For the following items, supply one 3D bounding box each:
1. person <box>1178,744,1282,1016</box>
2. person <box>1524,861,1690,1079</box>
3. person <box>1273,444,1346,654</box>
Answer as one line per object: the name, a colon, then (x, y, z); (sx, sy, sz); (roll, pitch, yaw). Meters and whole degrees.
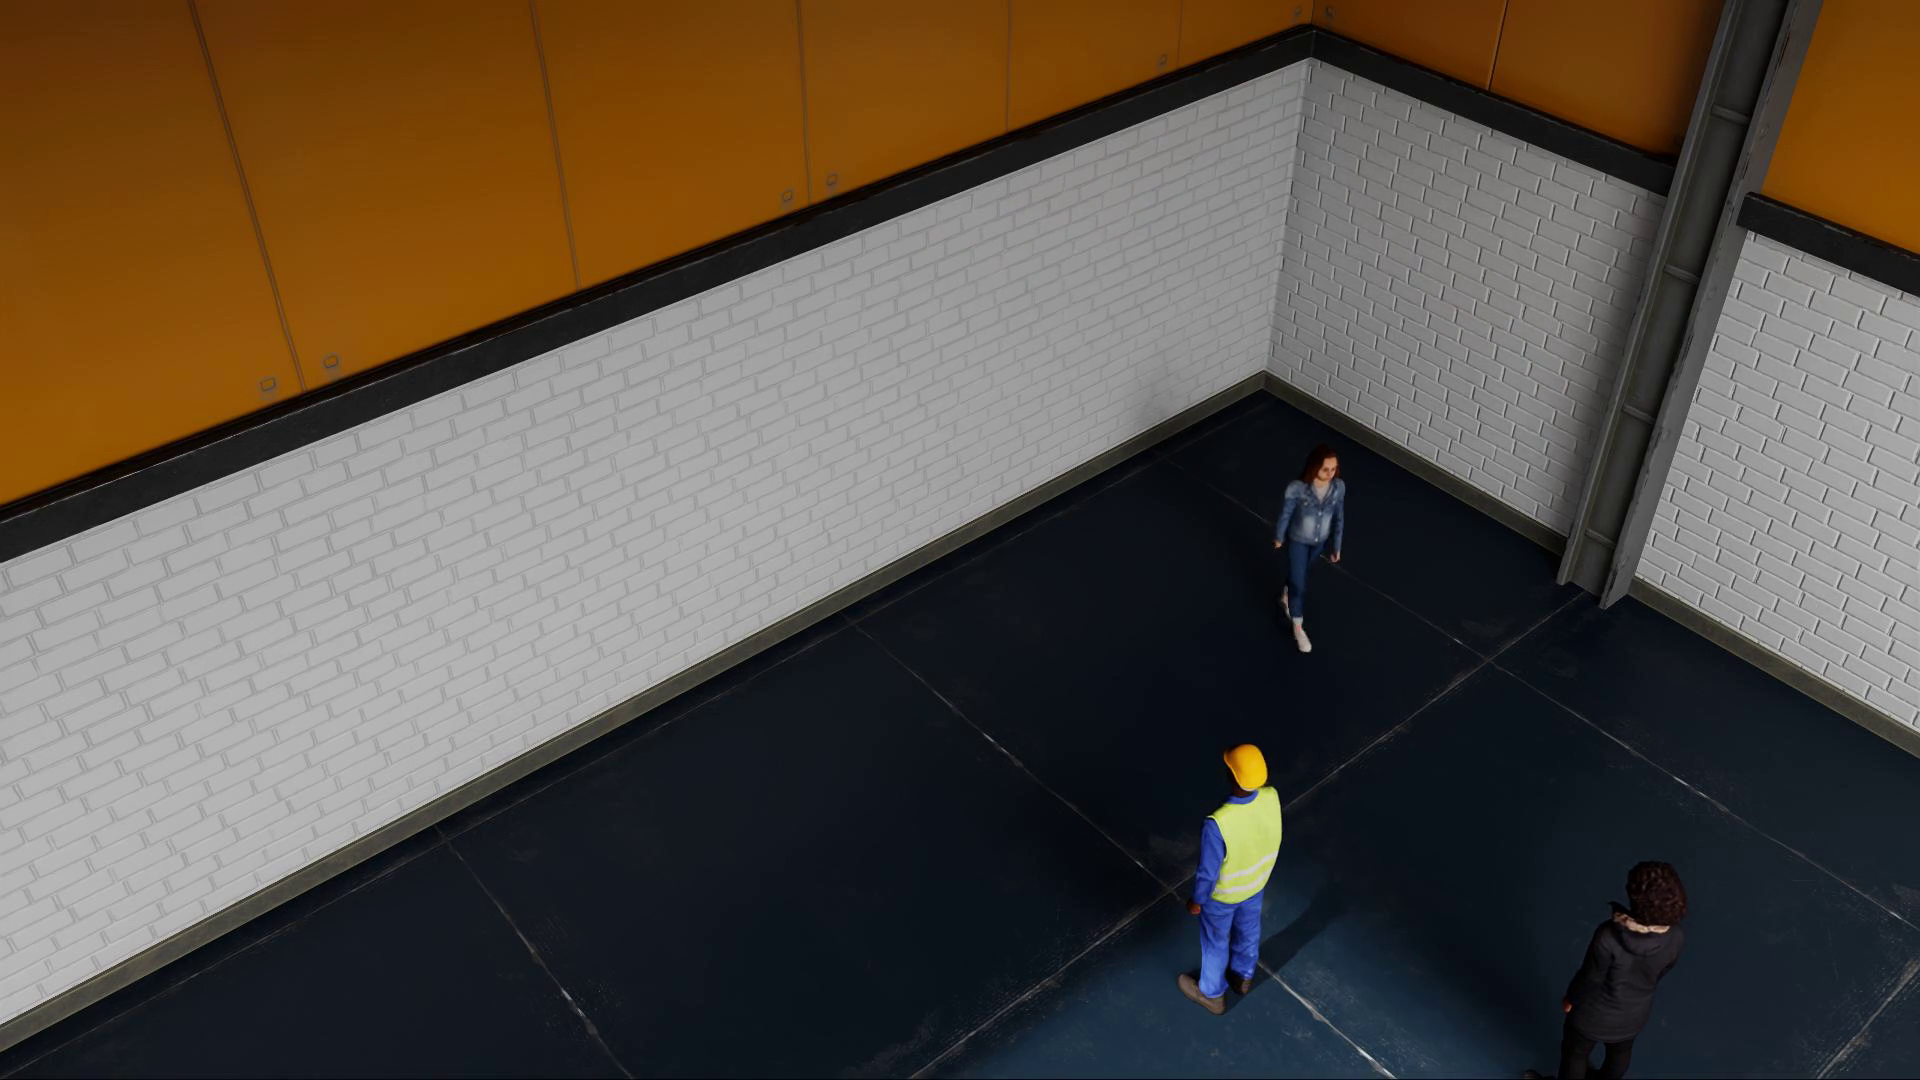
person: (1.373, 1.710, 8.406); (0.690, 1.812, 0.591); (-22, 44, -26)
person: (3.096, 2.161, 7.867); (0.729, 1.781, 0.759); (-7, 39, -8)
person: (2.251, -0.064, 10.912); (0.764, 1.457, 0.935); (-10, 40, -12)
